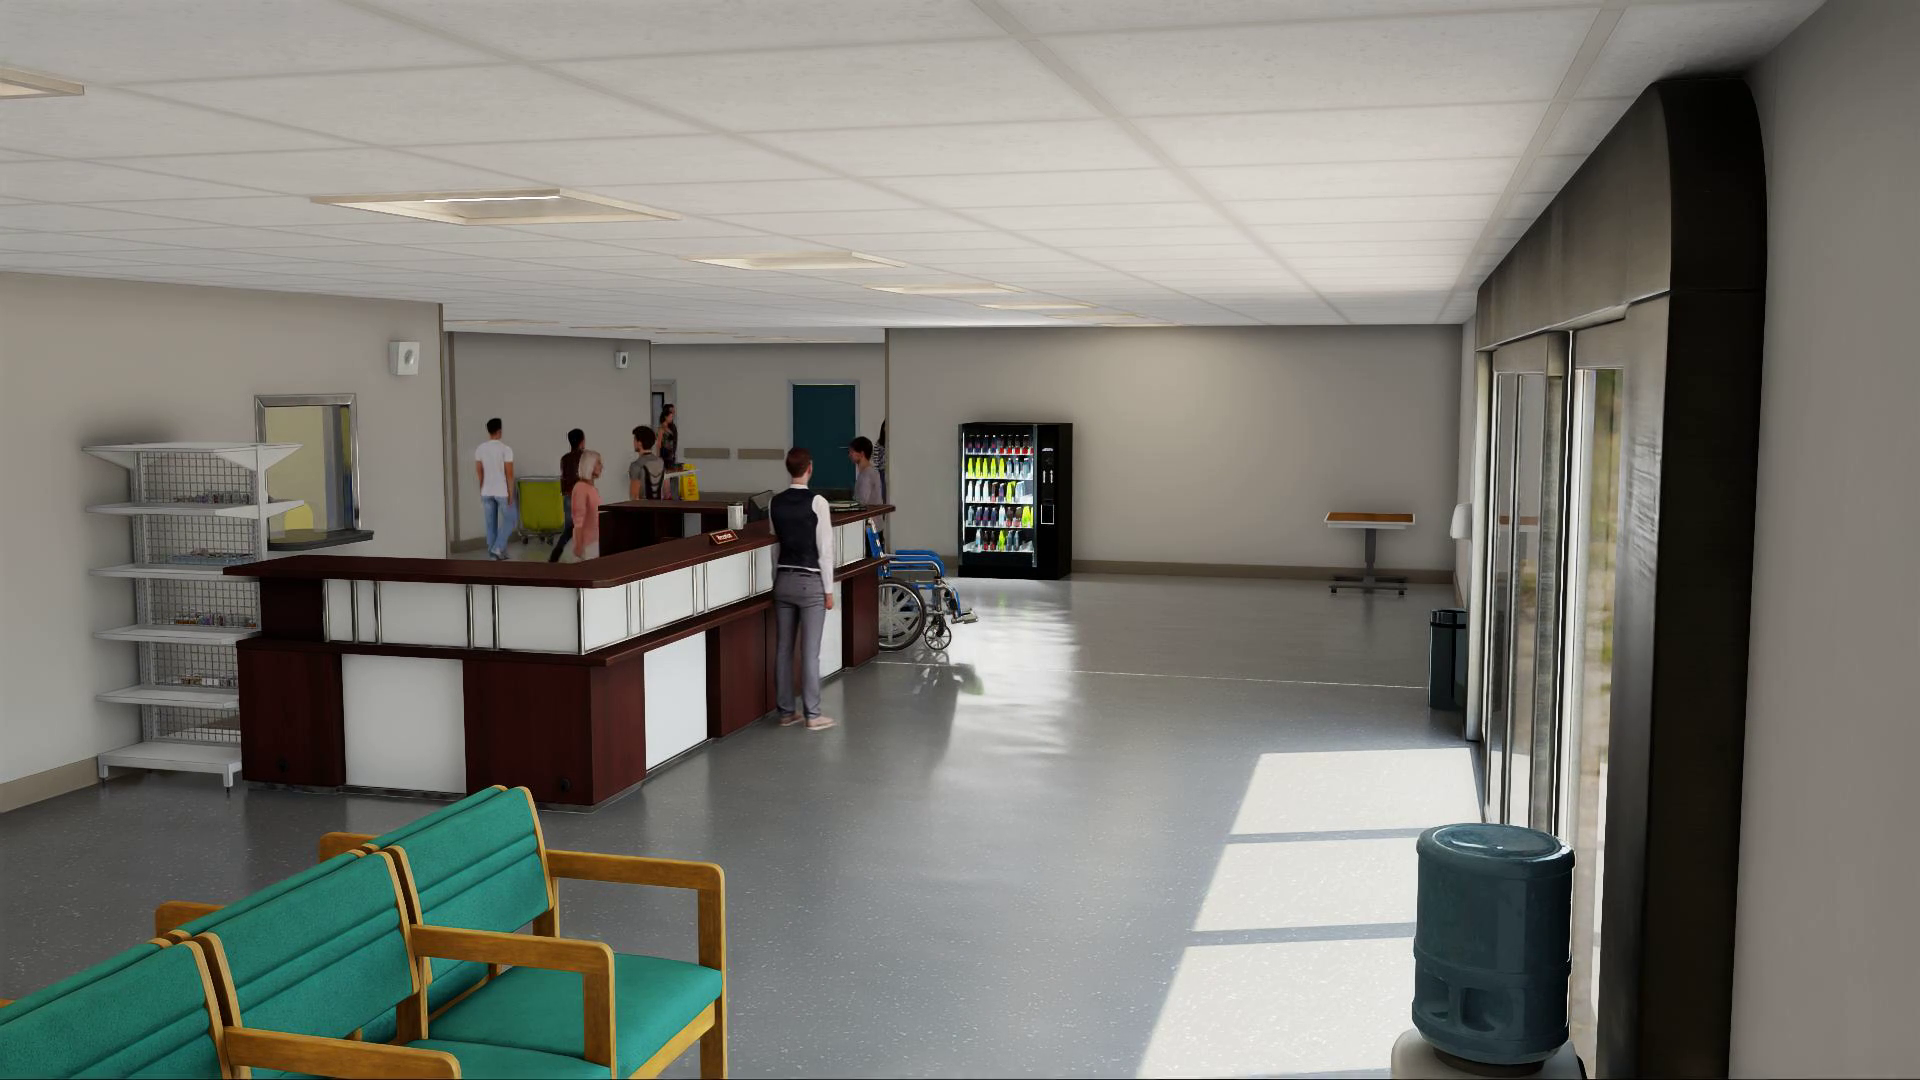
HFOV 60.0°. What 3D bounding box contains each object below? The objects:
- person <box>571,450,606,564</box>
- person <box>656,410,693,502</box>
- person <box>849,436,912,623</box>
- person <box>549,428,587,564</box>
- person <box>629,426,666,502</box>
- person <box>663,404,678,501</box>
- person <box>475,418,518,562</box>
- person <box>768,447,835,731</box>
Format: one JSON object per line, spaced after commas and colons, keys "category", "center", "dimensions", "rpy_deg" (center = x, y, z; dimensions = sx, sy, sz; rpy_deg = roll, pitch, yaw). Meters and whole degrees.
{"category": "person", "center": [-3.570, 0.029, 15.557], "dimensions": [1.089, 1.694, 0.817], "rpy_deg": [0, 6, -3]}
{"category": "person", "center": [-5.460, -1.449, 30.165], "dimensions": [1.229, 1.711, 0.743], "rpy_deg": [1, 6, 7]}
{"category": "person", "center": [-0.781, -0.044, 15.843], "dimensions": [1.277, 1.783, 0.918], "rpy_deg": [0, 6, -2]}
{"category": "person", "center": [-4.596, -0.414, 19.693], "dimensions": [1.115, 1.749, 0.816], "rpy_deg": [2, 6, 22]}
{"category": "person", "center": [-3.177, -0.232, 17.230], "dimensions": [1.054, 1.880, 0.845], "rpy_deg": [4, 7, 33]}
{"category": "person", "center": [-5.510, -1.655, 31.508], "dimensions": [0.656, 1.853, 0.705], "rpy_deg": [0, 6, -3]}
{"category": "person", "center": [-5.911, -0.604, 21.052], "dimensions": [0.686, 1.854, 0.751], "rpy_deg": [1, 6, 12]}
{"category": "person", "center": [-1.106, 0.320, 11.467], "dimensions": [0.589, 1.936, 0.764], "rpy_deg": [3, 7, 28]}
